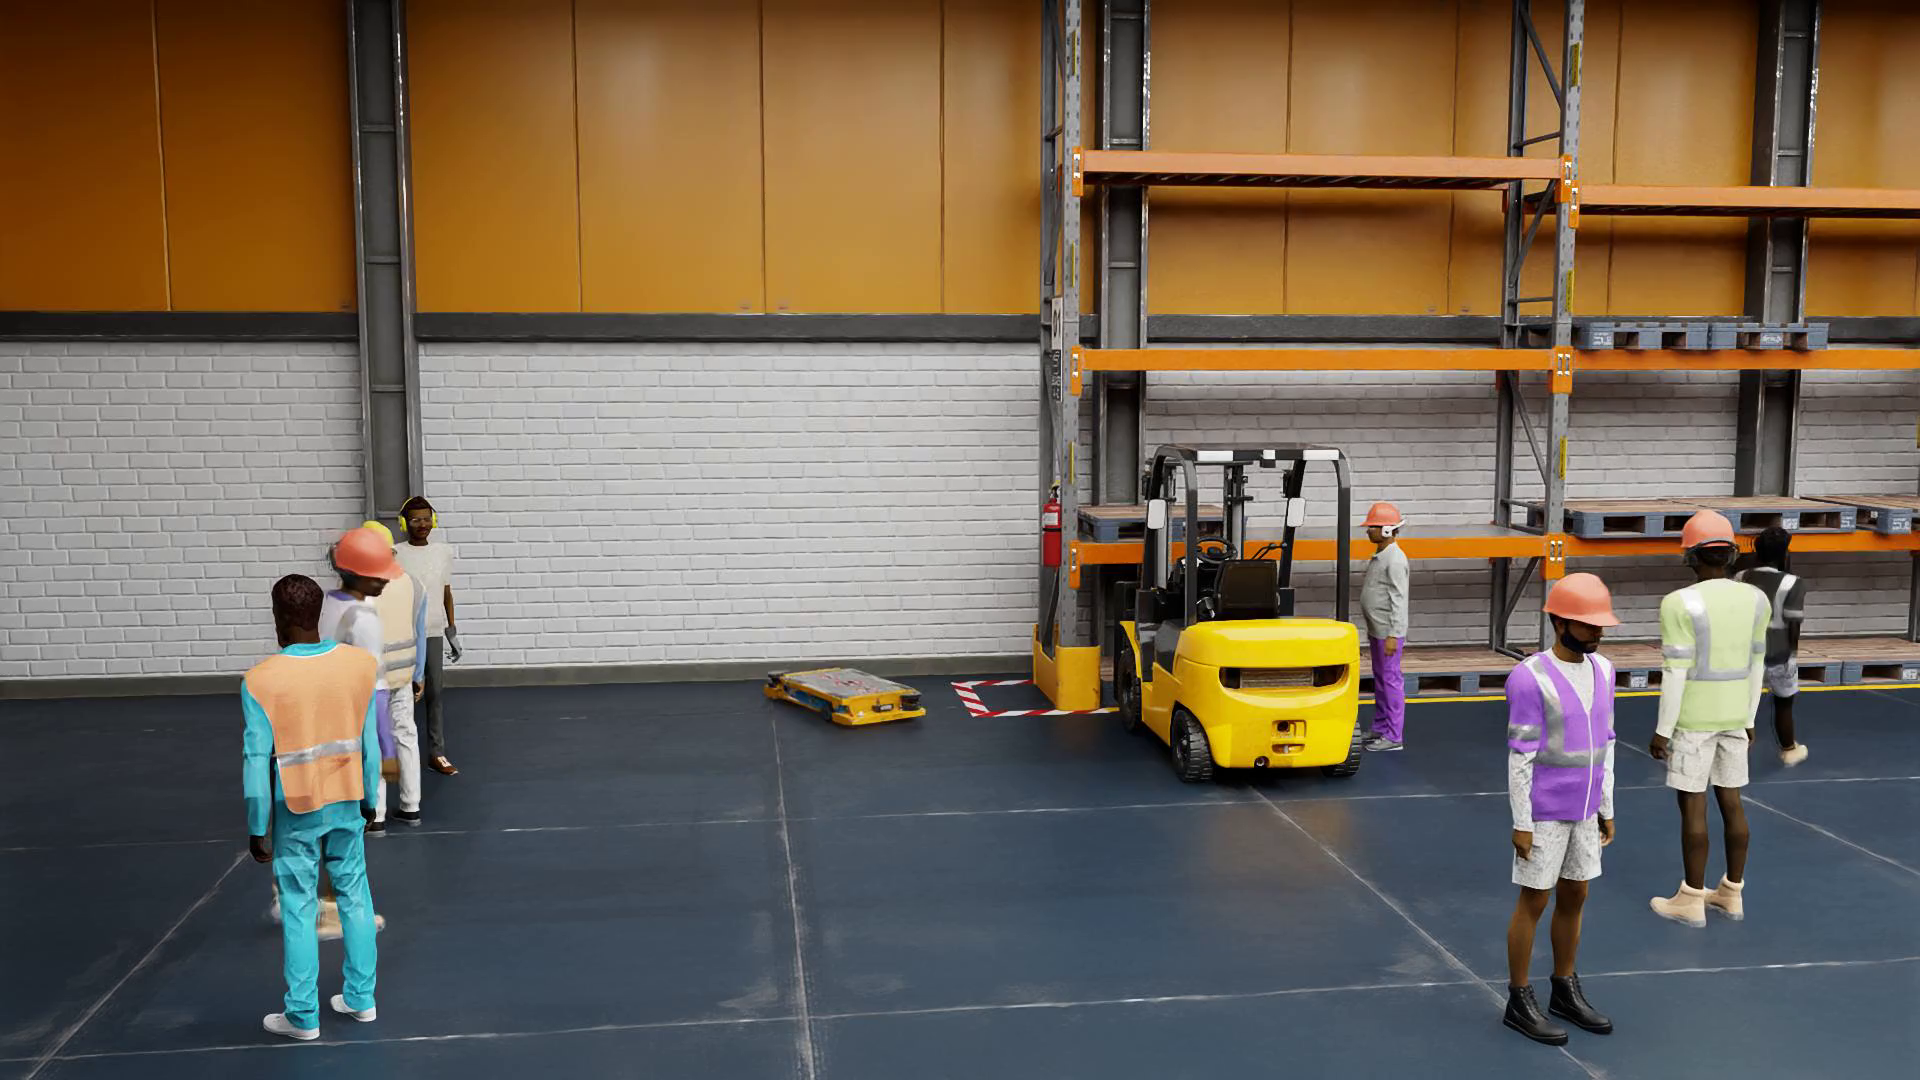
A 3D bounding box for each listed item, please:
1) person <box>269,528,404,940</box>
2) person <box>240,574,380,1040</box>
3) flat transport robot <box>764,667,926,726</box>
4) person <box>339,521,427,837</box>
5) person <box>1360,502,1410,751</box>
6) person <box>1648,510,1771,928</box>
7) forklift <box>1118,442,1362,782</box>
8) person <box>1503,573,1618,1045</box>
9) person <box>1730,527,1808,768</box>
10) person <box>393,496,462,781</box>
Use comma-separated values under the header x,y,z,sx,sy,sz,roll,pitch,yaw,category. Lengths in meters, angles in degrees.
x,y,z,sx,sy,sz,roll,pitch,yaw,category
-2.954,0.925,7.934,0.697,1.994,0.531,6,9,44,person
-2.651,1.092,6.843,0.397,1.911,0.587,5,8,39,person
-0.919,1.200,12.993,0.652,0.197,1.431,-4,8,-33,flat transport robot
-3.388,0.802,9.696,0.404,1.830,0.603,4,8,33,person
2.980,0.607,11.747,0.336,1.752,0.564,0,7,1,person
3.656,0.872,8.188,0.609,2.040,0.395,-2,7,-19,person
1.912,0.418,11.496,1.214,2.155,2.313,-1,7,-8,forklift
2.477,1.088,6.793,0.544,1.930,0.389,-3,7,-27,person
5.355,0.734,11.037,0.880,1.648,0.541,-5,8,-35,person
-3.541,0.641,10.946,0.514,1.873,0.329,-6,9,-41,person
